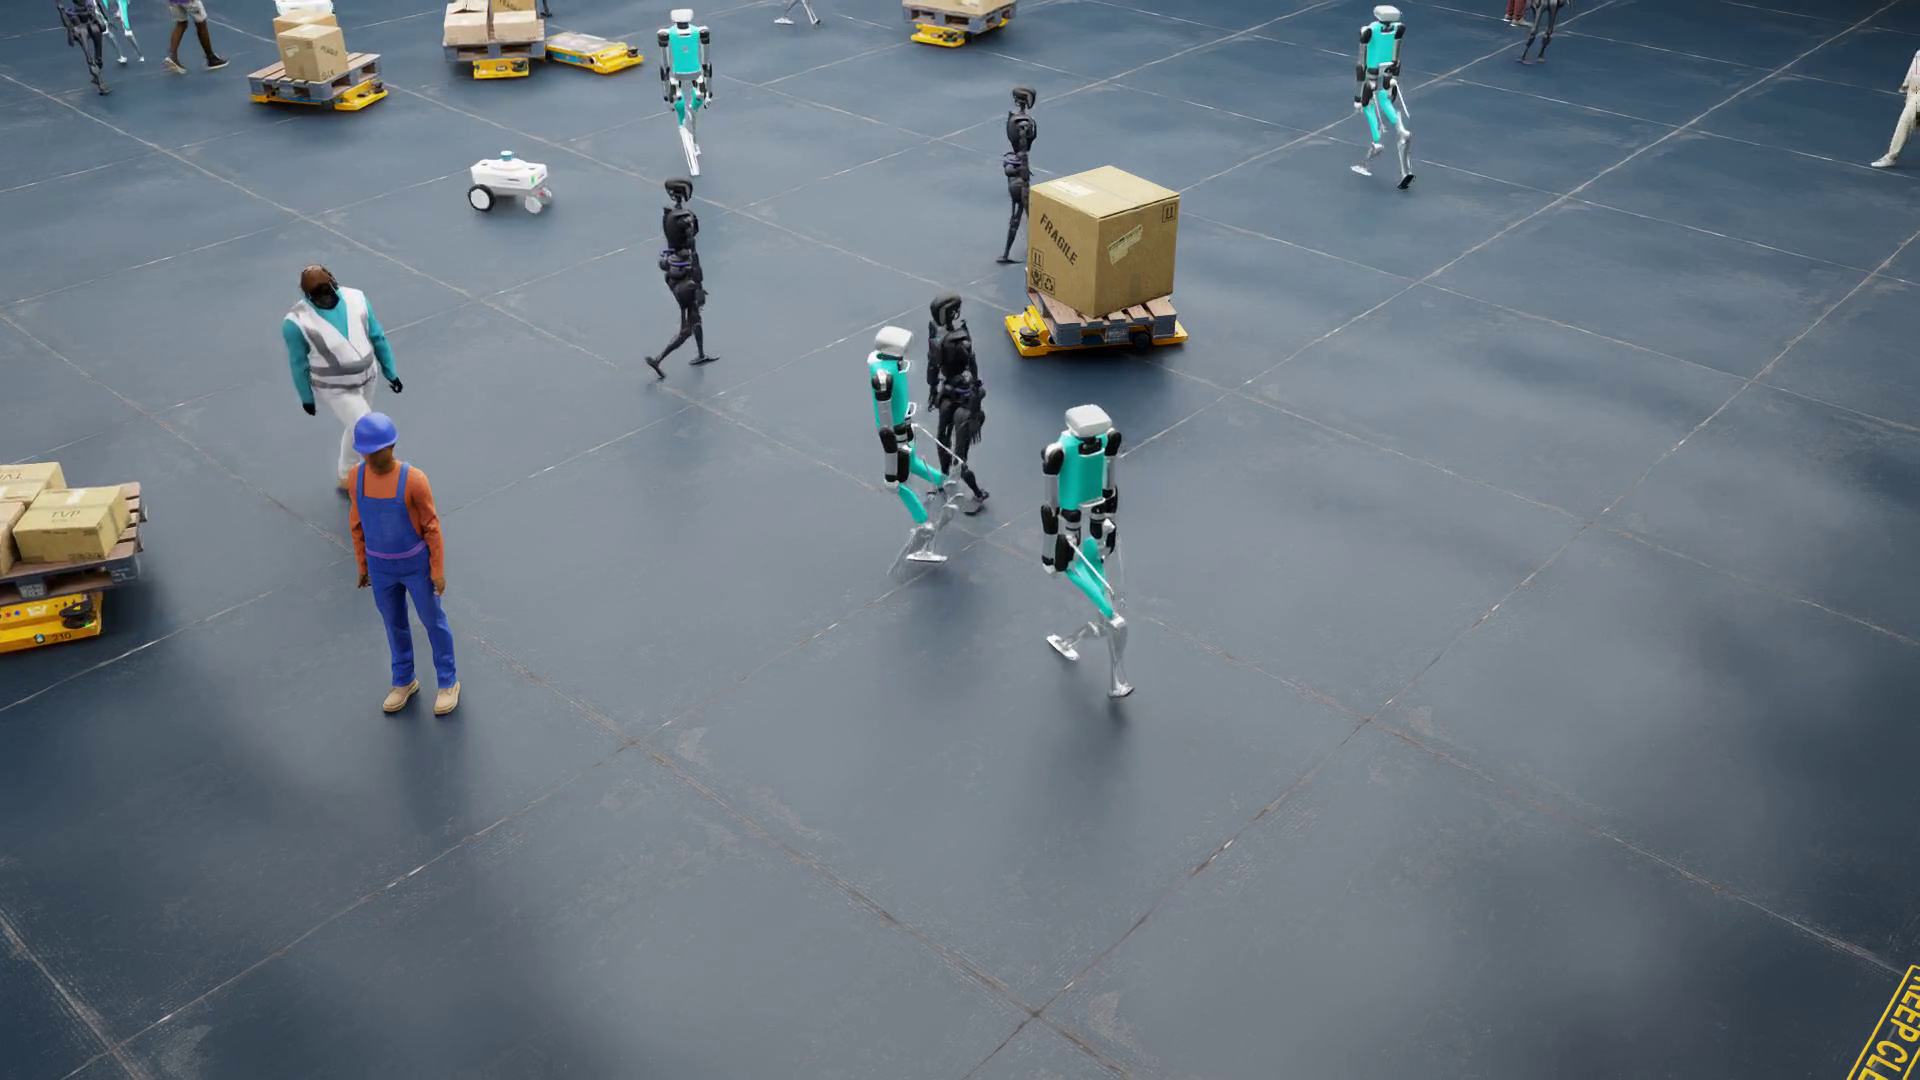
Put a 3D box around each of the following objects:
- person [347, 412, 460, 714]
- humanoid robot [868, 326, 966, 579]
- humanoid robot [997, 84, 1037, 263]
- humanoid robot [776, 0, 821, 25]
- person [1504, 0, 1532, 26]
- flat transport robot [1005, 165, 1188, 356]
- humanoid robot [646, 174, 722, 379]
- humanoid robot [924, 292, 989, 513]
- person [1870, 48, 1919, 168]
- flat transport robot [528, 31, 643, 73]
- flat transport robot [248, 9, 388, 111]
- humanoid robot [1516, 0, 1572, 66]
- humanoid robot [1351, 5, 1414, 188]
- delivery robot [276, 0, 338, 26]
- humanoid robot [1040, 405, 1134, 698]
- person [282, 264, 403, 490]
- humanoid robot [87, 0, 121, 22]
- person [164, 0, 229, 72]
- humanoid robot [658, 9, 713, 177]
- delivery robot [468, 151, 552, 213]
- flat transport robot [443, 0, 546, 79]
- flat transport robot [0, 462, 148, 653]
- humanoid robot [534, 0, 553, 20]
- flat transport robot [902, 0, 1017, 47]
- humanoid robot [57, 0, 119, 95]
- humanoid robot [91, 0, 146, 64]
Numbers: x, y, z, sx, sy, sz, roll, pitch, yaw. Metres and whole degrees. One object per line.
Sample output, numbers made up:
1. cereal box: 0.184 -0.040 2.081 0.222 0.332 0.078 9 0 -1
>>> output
1. person: -3.157 0.135 9.382 0.511 1.911 0.363 3 32 5
2. humanoid robot: -0.252 -0.508 10.604 0.820 1.800 0.558 3 32 5
3. humanoid robot: 0.607 -3.337 15.194 0.533 1.642 0.610 -2 32 -3
4. humanoid robot: -2.221 -7.735 22.295 0.848 1.864 0.544 11 33 17
5. person: 7.636 -7.844 22.330 0.380 1.806 0.549 -4 32 -6
6. flat transport robot: 1.146 -1.836 14.111 1.431 0.231 0.659 -6 32 -9
7. humanoid robot: -2.269 -2.110 13.237 0.635 1.640 0.598 -16 35 -25
8. humanoid robot: -0.020 -0.958 11.369 0.424 1.633 0.612 -21 37 -30
9. person: 10.170 -4.743 17.463 0.762 1.666 0.472 0 32 -1
10. flat transport robot: -4.788 -6.206 21.148 1.431 0.231 0.659 20 37 29
11. flat transport robot: -7.602 -5.320 19.720 1.431 0.231 0.659 9 33 14
12. humanoid robot: 7.360 -6.784 20.762 0.615 1.648 0.363 -6 32 -9
13. humanoid robot: 4.439 -4.472 16.994 0.545 1.787 0.923 -15 35 -22
14. delivery robot: -8.760 -7.098 22.308 0.784 0.589 0.499 -11 33 -17
15. humanoid robot: 0.856 0.145 9.569 0.533 1.780 1.010 -21 37 -29
16. person: -4.183 -1.063 11.411 0.675 1.803 0.618 13 34 20
17. humanoid robot: -11.671 -7.824 22.376 0.579 1.777 0.879 0 32 1
18. person: -9.535 -6.689 20.338 0.630 1.939 0.769 13 34 20
19. humanoid robot: -2.885 -4.756 17.431 0.536 1.766 0.989 -8 33 -13
20. delivery robot: -4.517 -3.596 16.671 0.791 0.592 0.499 7 33 11
21. flat transport robot: -5.831 -6.108 20.989 0.659 0.231 1.431 -6 32 -10
22. flat transport robot: -5.910 0.234 10.777 0.659 0.231 1.431 -11 33 -17
23. humanoid robot: -5.817 -7.873 22.524 0.590 1.661 0.473 -21 38 -30
24. flat transport robot: 0.005 -6.865 22.208 0.659 0.231 1.431 18 36 26
25. humanoid robot: -10.373 -6.160 19.788 0.766 1.626 0.602 20 37 29
26. humanoid robot: -10.562 -6.736 20.631 0.538 1.823 0.664 -9 33 -14
